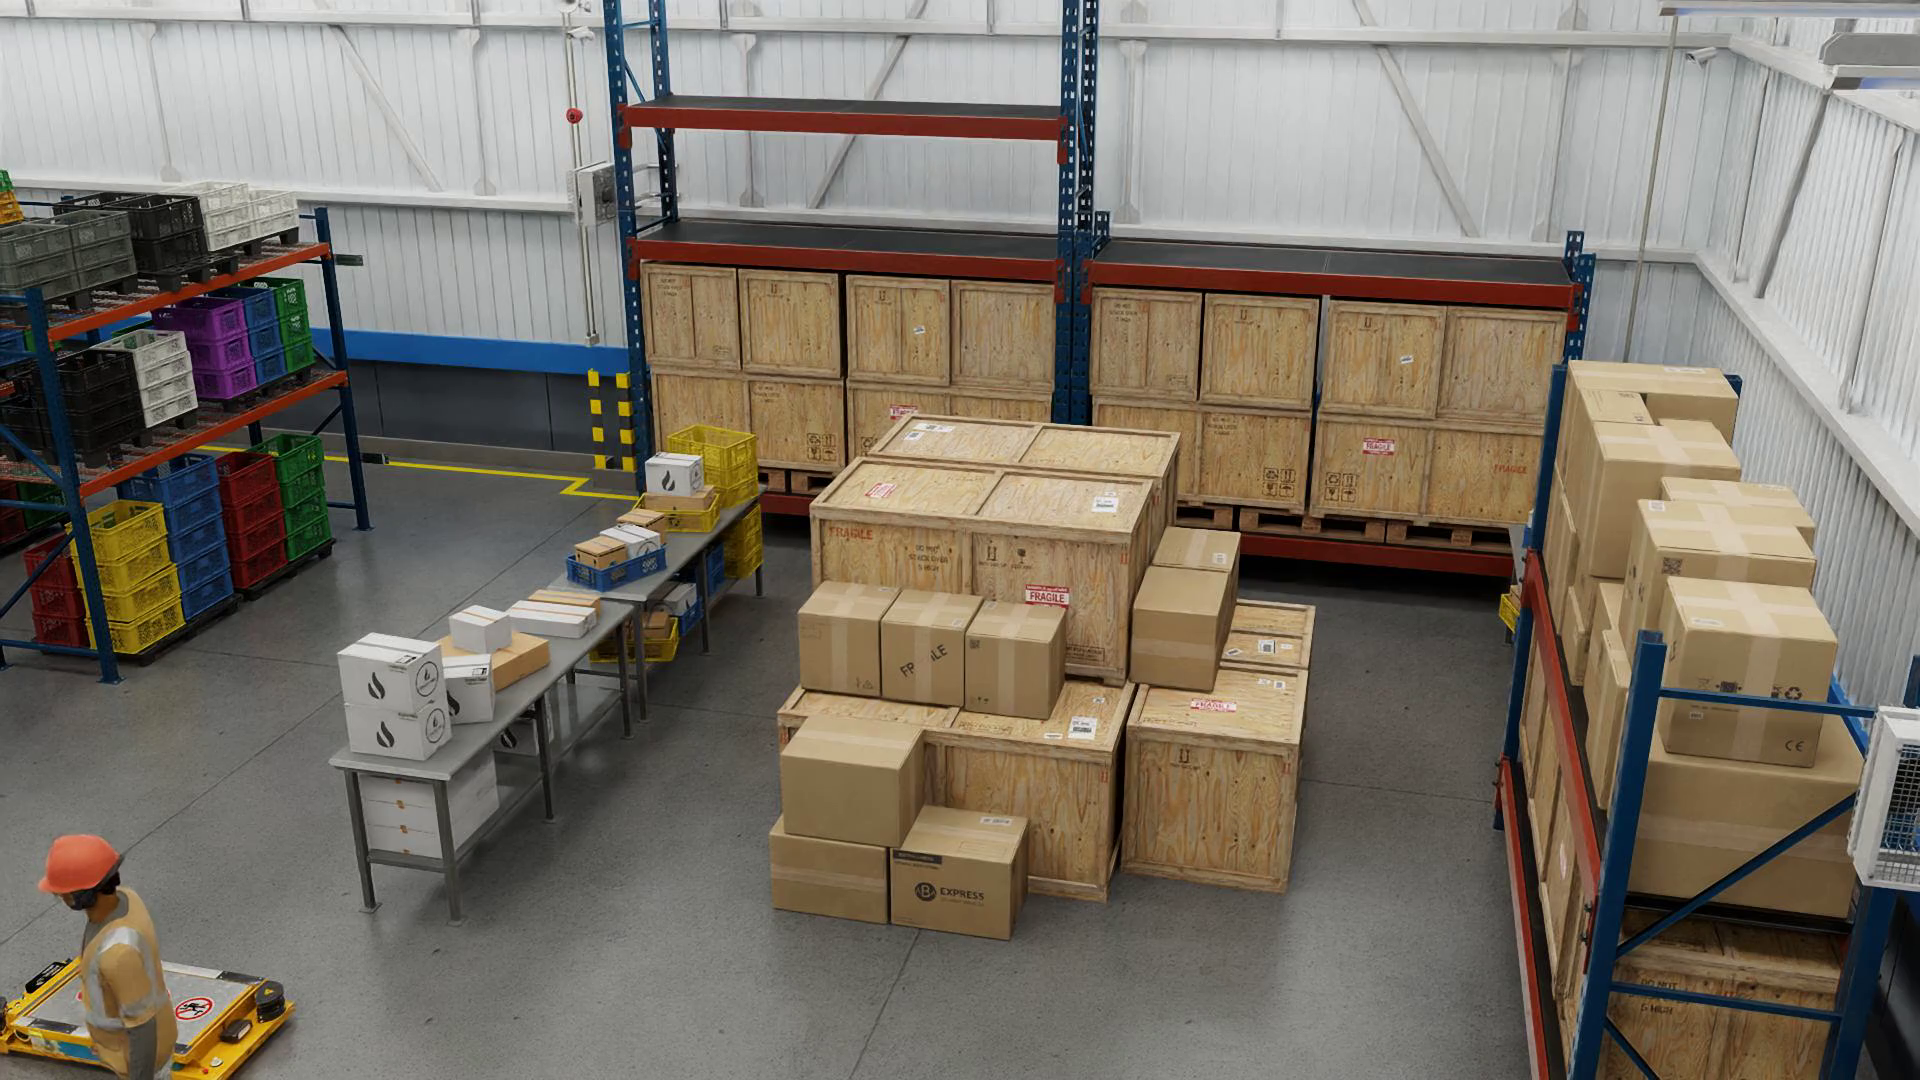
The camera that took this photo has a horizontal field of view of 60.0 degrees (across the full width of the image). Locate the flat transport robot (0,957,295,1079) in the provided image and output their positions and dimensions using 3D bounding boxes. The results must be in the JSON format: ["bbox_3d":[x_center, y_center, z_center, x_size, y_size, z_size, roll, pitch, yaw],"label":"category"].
[{"bbox_3d":[-4.270,2.464,8.601,1.431,0.231,0.659,5,22,13],"label":"flat transport robot"}]

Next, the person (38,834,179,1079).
[{"bbox_3d":[-3.498,2.131,6.995,0.395,2.037,0.608,-11,23,-26],"label":"person"}]
